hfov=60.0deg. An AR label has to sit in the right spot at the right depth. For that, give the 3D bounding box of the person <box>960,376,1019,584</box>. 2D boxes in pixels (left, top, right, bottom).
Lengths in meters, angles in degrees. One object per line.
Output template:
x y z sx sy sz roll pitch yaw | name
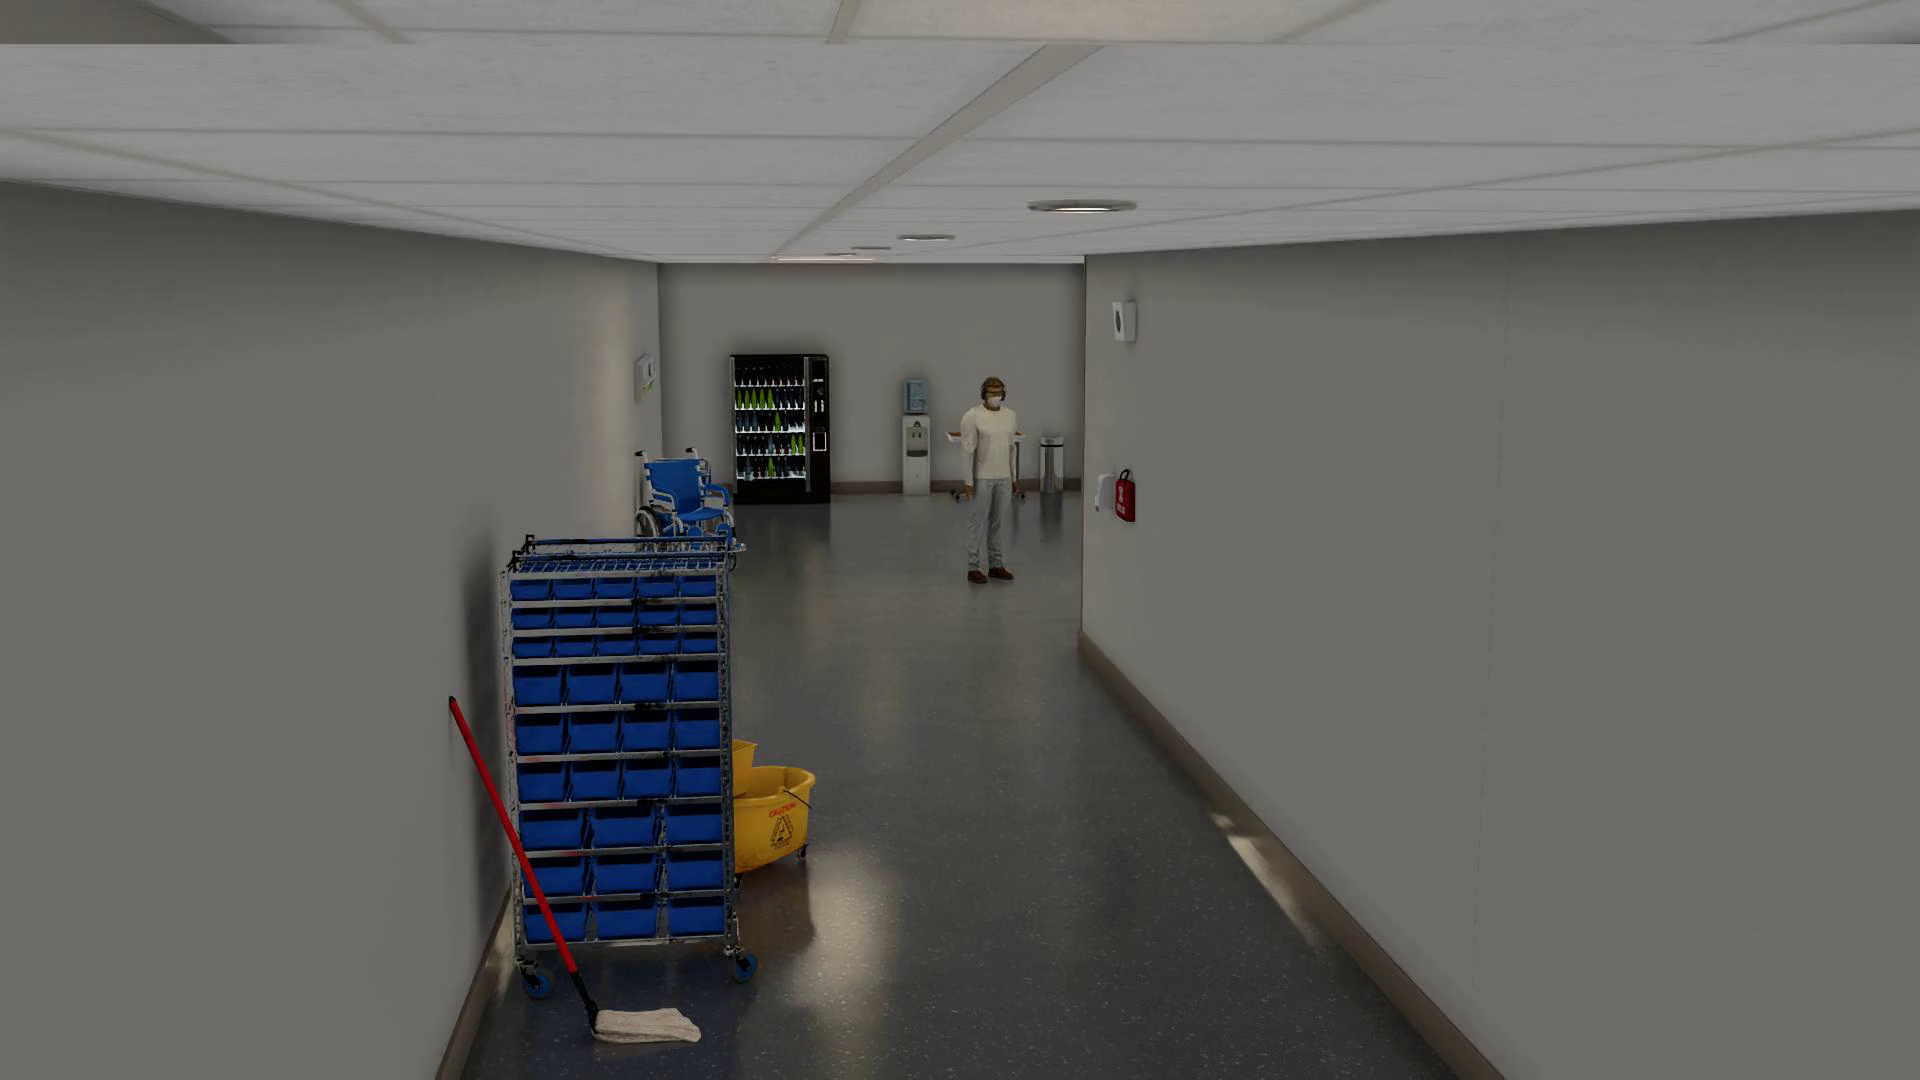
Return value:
0.285 -0.568 15.588 0.633 1.936 0.353 -7 11 -36 | person
